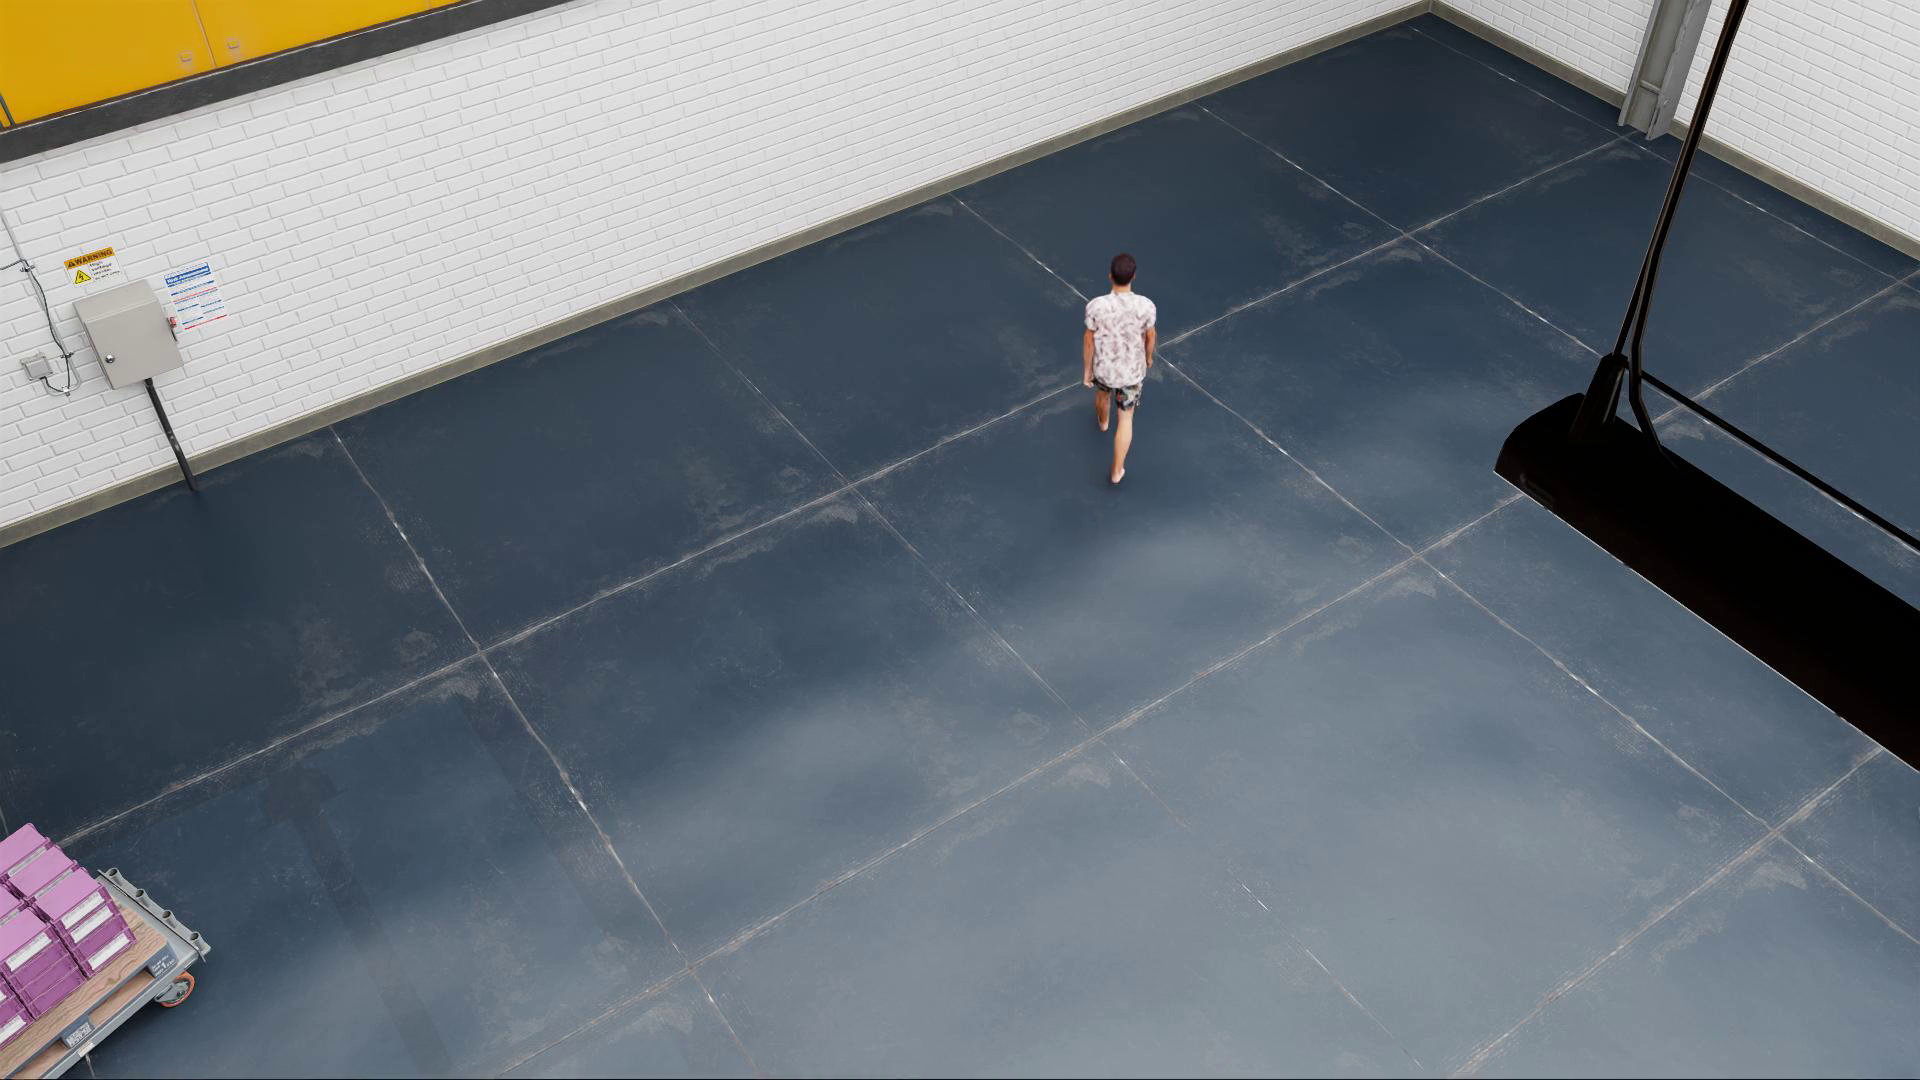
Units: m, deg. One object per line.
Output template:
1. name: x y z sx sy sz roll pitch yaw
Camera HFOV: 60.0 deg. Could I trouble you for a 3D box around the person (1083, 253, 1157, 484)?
1. person: 1.169 -1.224 12.175 1.147 1.777 1.208 7 44 7
